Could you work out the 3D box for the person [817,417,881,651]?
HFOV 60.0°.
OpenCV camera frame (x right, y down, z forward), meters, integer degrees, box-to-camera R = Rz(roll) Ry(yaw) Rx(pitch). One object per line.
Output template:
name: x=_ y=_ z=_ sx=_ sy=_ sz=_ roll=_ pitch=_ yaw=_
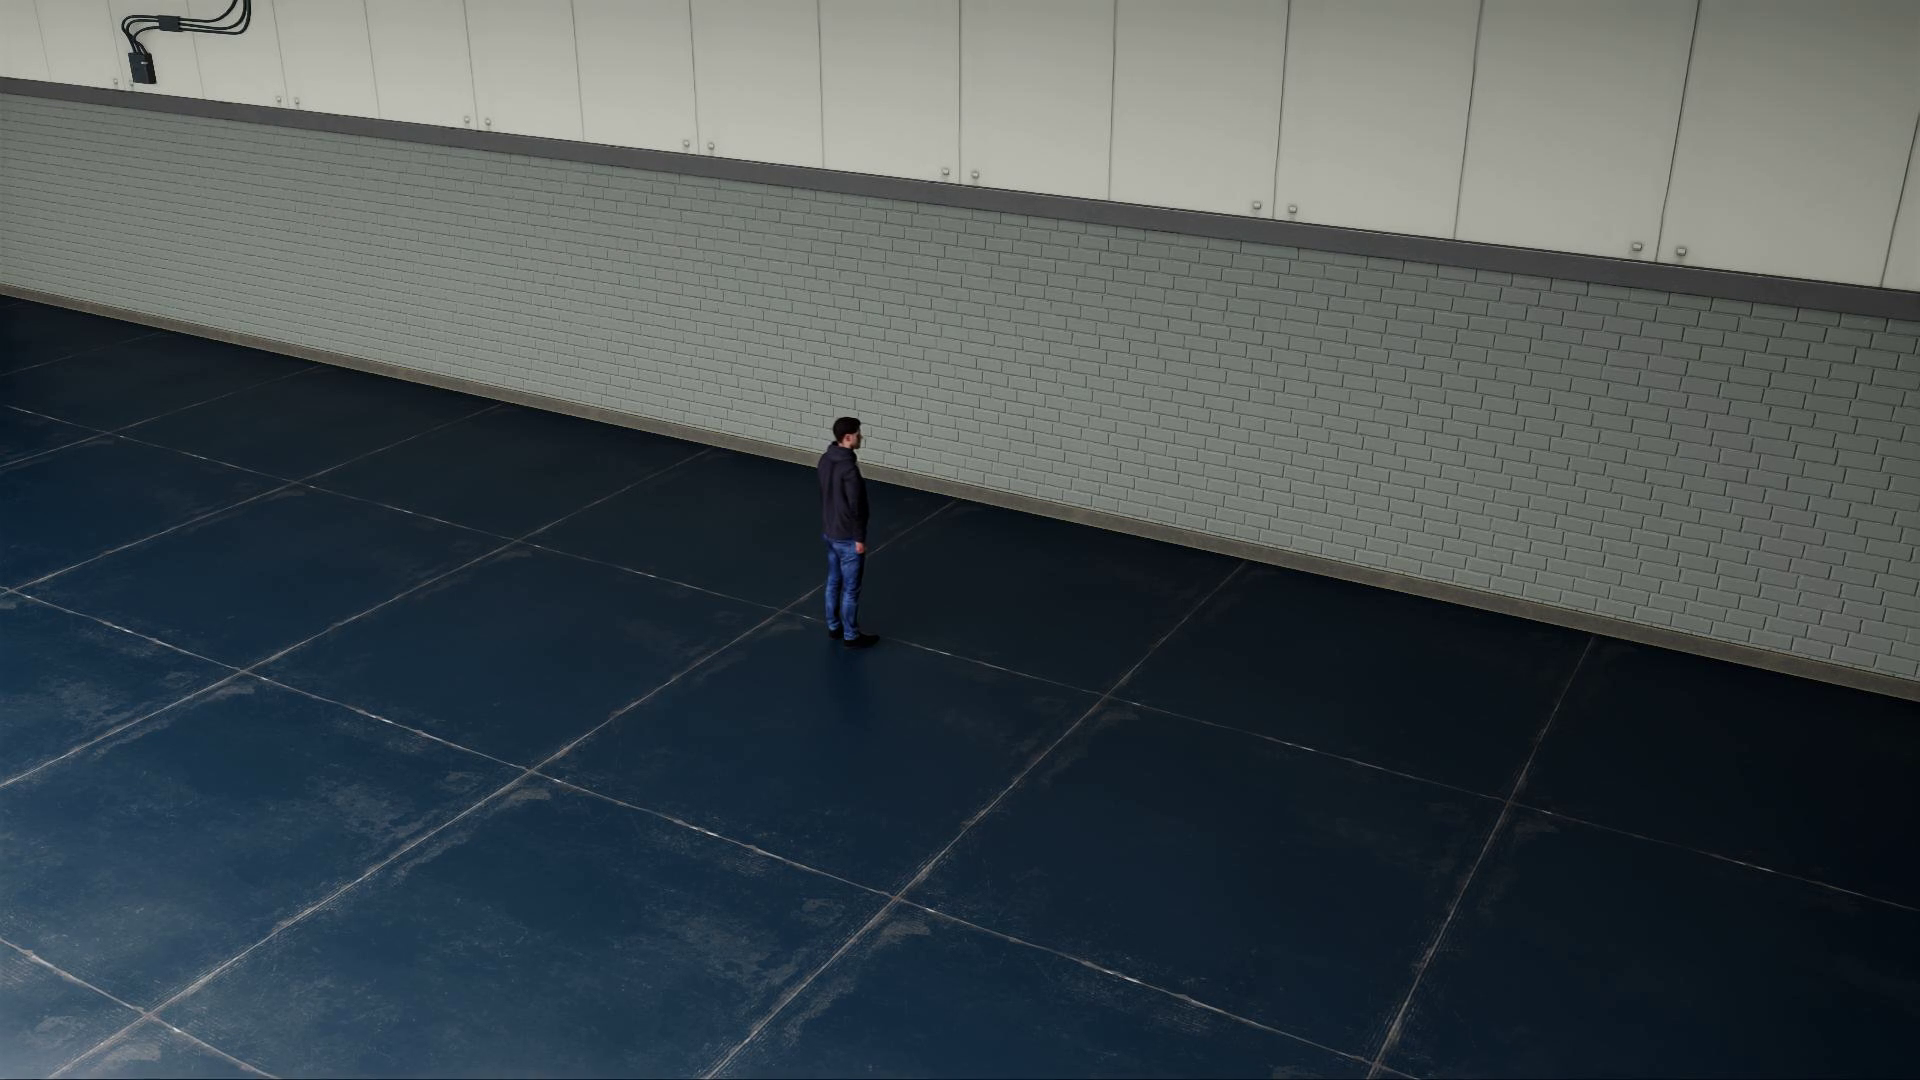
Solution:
person: x=-0.923 y=-0.059 z=13.079 sx=0.740 sy=1.890 sz=0.757 roll=-15 pitch=27 yaw=-31
